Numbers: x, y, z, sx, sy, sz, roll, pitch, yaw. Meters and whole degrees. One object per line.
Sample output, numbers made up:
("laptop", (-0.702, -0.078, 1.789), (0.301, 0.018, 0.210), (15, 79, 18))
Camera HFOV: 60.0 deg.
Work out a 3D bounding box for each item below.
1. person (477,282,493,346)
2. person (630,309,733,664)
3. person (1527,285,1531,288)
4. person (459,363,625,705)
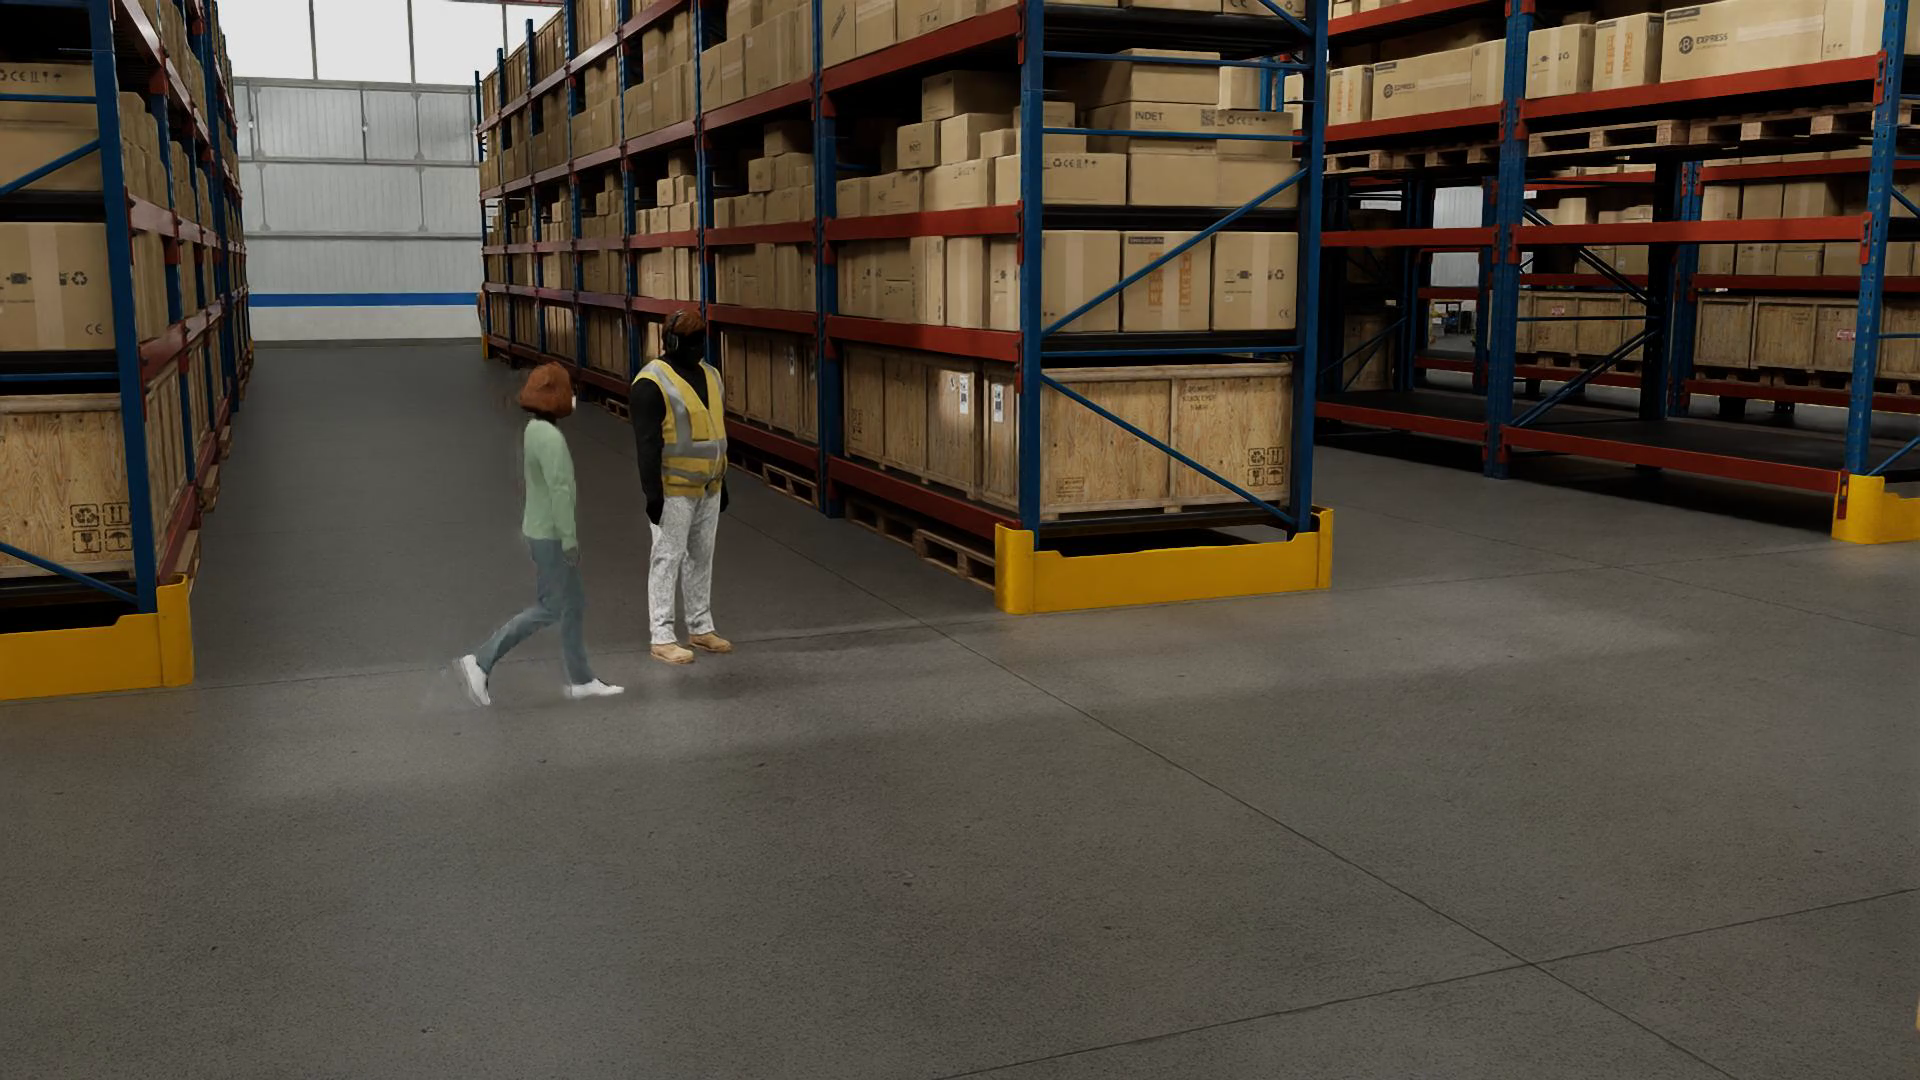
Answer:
("person", (-11.098, -5.263, 39.096), (0.511, 1.641, 0.307), (1, 10, 9))
("person", (-1.427, -0.277, 8.674), (0.431, 1.836, 0.618), (5, 11, 29))
("person", (17.337, -7.301, 50.994), (0.488, 1.739, 0.581), (-4, 10, -21))
("person", (-1.963, -0.016, 7.741), (0.694, 1.612, 0.501), (-3, 10, -18))
